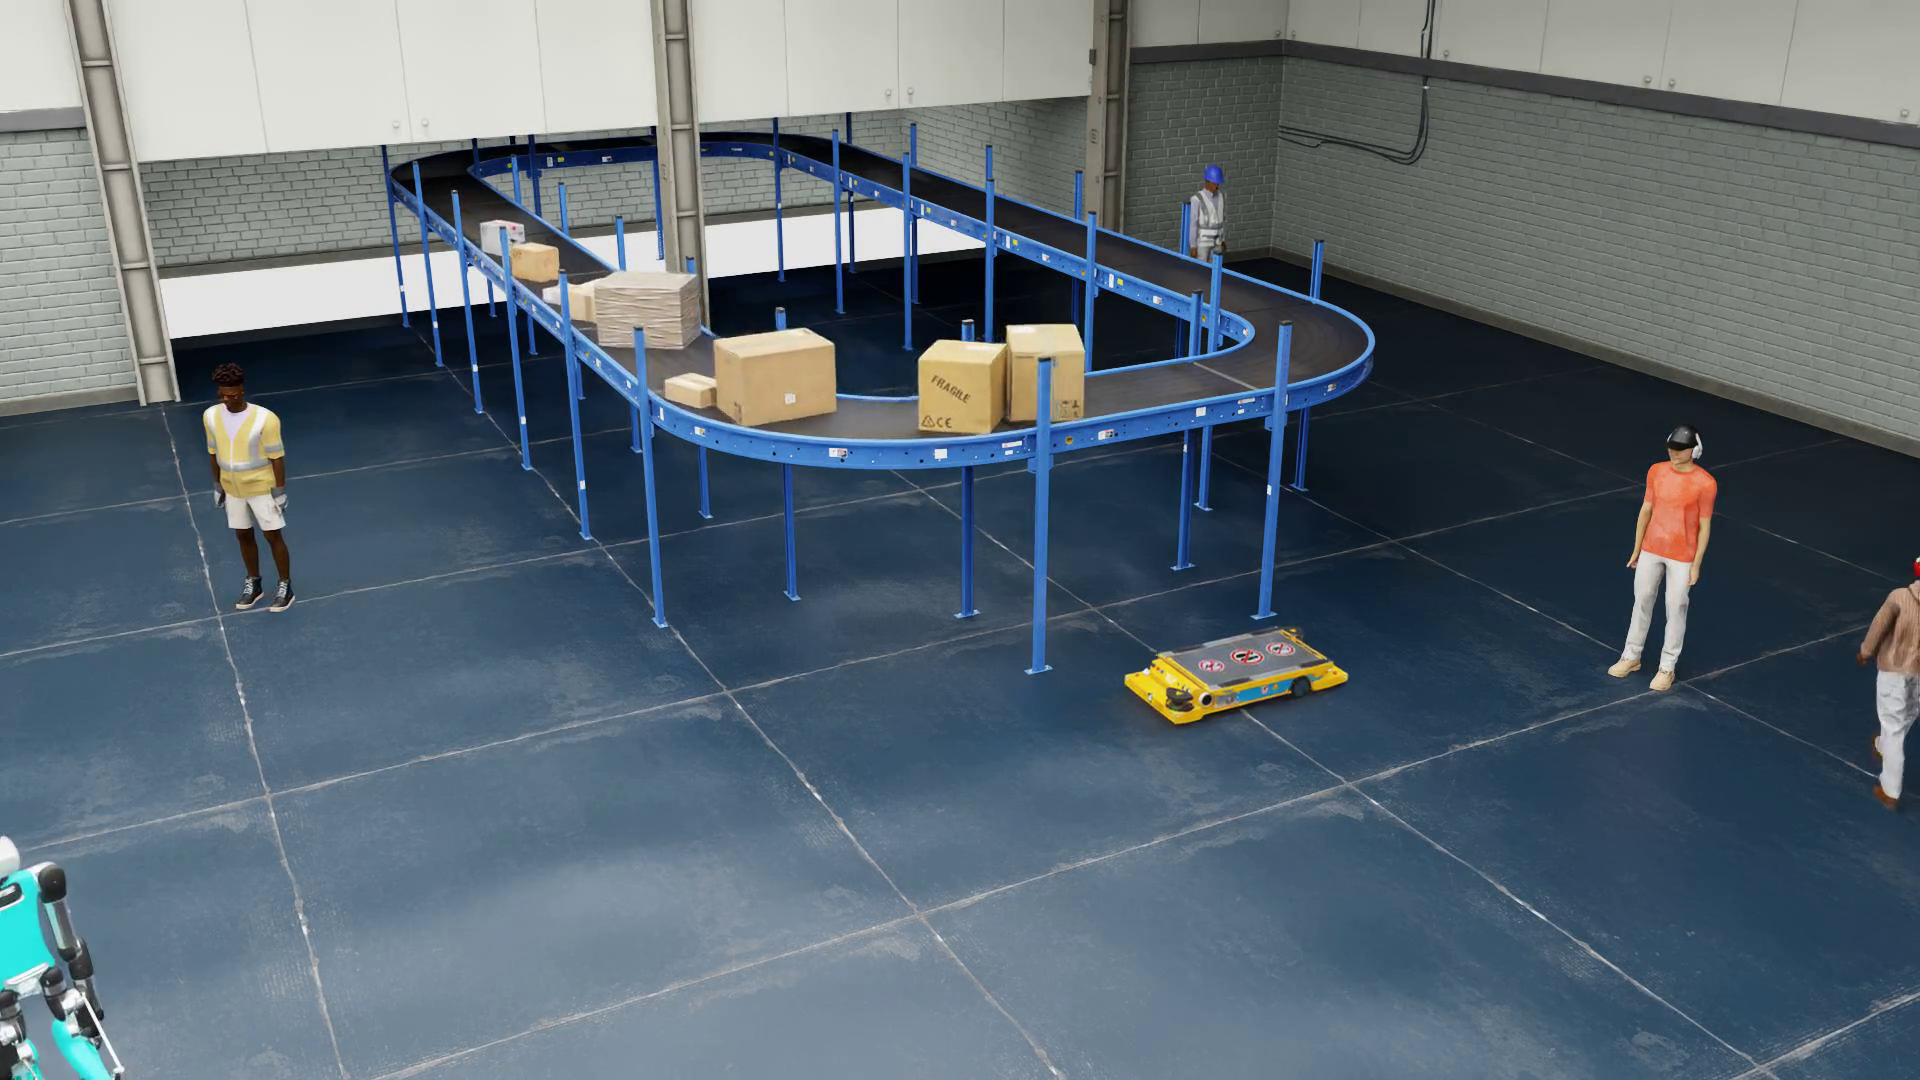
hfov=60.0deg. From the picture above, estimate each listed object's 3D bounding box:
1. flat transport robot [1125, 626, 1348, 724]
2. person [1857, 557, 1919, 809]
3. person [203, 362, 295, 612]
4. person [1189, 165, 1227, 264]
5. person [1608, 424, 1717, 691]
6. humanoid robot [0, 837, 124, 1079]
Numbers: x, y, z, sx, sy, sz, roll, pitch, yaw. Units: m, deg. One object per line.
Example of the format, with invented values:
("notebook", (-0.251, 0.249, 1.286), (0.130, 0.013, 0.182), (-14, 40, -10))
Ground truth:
("flat transport robot", (1.929, 0.929, 11.578), (1.431, 0.231, 0.659), (-10, 24, -24))
("person", (5.773, 0.771, 10.176), (0.456, 1.607, 0.868), (4, 22, 10))
("person", (-5.390, -0.403, 12.623), (0.602, 1.958, 0.376), (4, 22, 9))
("person", (3.123, -3.752, 20.934), (0.616, 1.936, 0.413), (-16, 27, -35))
("person", (4.836, 0.115, 11.403), (0.410, 1.910, 0.480), (-20, 29, -40))
("humanoid robot", (-3.695, 2.078, 6.785), (1.015, 1.719, 0.536), (17, 28, 36))
